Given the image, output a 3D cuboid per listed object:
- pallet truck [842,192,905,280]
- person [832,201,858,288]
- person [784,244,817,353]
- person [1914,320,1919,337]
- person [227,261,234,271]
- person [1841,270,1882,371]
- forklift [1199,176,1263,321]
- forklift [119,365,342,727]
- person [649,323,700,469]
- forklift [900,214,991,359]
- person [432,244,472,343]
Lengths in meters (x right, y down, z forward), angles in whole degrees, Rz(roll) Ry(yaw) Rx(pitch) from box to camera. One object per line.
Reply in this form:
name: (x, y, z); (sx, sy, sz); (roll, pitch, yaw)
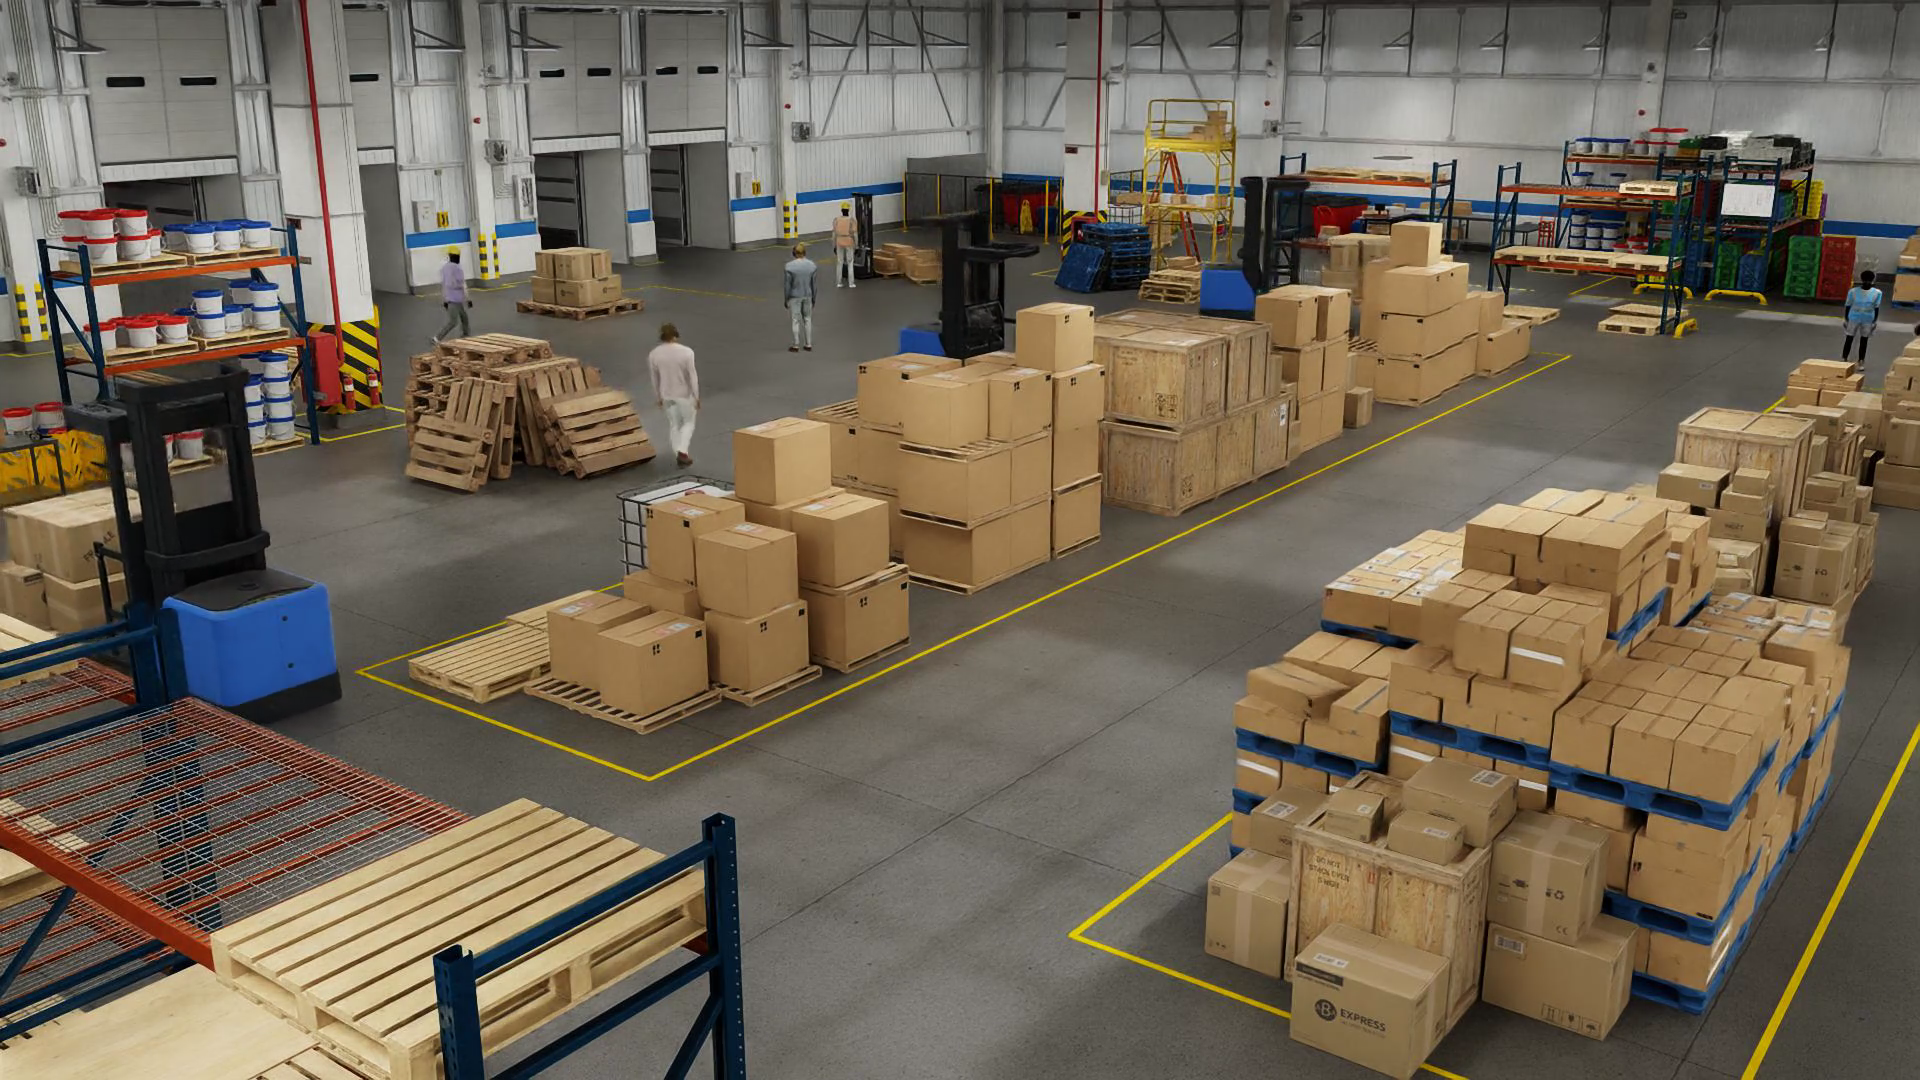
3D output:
pallet truck: (-1.936, -7.159, 38.982); (1.885, 1.965, 0.823); (-12, 21, -34)
person: (-2.575, -6.632, 37.382); (0.585, 1.918, 0.409); (3, 17, 10)
person: (-2.843, -4.308, 29.673); (0.636, 1.928, 0.385); (-9, 19, -28)
person: (16.529, -3.895, 28.322); (0.592, 1.915, 0.556); (5, 18, 17)
person: (-13.686, -4.669, 31.276); (0.648, 1.678, 0.539); (-16, 23, -42)
person: (15.178, -3.697, 28.029); (0.540, 1.697, 0.317); (8, 18, 24)
forklift: (5.689, -5.687, 32.606); (1.873, 2.768, 1.129); (2, 17, 8)
forklift: (-6.228, 0.001, 13.771); (1.873, 2.768, 1.129); (12, 21, 35)
person: (-3.675, -1.857, 21.580); (0.688, 1.906, 0.424); (4, 17, 14)
forklift: (0.070, -3.574, 25.607); (1.873, 2.768, 1.129); (12, 21, 35)
person: (-9.135, -4.356, 29.890); (0.889, 1.892, 0.595); (-14, 22, -39)
